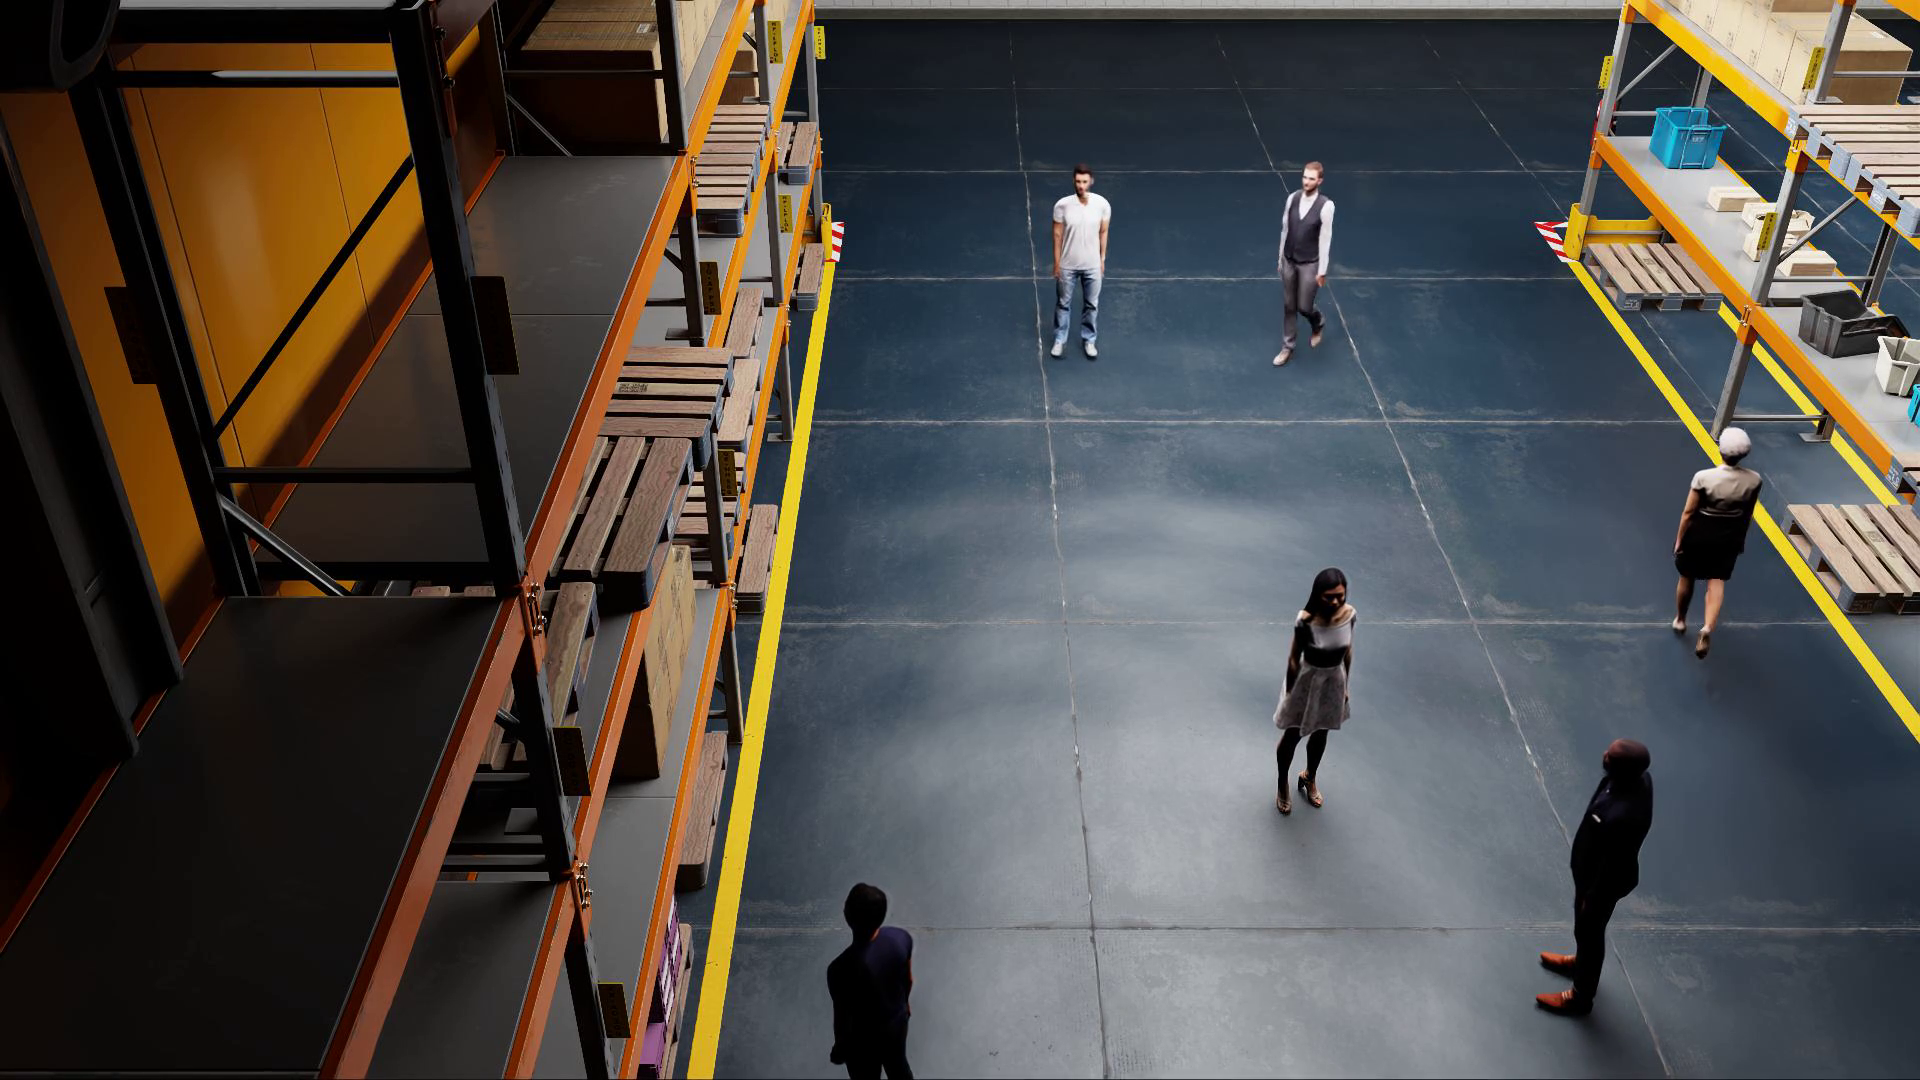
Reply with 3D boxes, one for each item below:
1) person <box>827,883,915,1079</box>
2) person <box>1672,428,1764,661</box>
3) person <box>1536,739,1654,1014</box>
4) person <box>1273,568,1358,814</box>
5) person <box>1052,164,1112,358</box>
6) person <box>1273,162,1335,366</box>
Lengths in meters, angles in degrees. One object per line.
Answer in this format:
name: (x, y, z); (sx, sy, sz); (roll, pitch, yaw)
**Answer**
person: (-0.404, 2.340, 7.994); (0.714, 1.793, 0.757); (-26, 42, -33)
person: (5.202, 0.060, 11.473); (0.755, 1.739, 0.961); (6, 34, 9)
person: (3.409, 1.772, 8.827); (0.828, 1.817, 0.668); (11, 35, 17)
person: (2.166, 0.922, 10.144); (0.714, 1.775, 0.716); (-8, 34, -12)
person: (1.107, -2.578, 15.329); (0.672, 1.864, 0.537); (1, 34, 2)
person: (3.188, -2.568, 15.262); (0.951, 1.921, 1.016); (28, 42, 35)
